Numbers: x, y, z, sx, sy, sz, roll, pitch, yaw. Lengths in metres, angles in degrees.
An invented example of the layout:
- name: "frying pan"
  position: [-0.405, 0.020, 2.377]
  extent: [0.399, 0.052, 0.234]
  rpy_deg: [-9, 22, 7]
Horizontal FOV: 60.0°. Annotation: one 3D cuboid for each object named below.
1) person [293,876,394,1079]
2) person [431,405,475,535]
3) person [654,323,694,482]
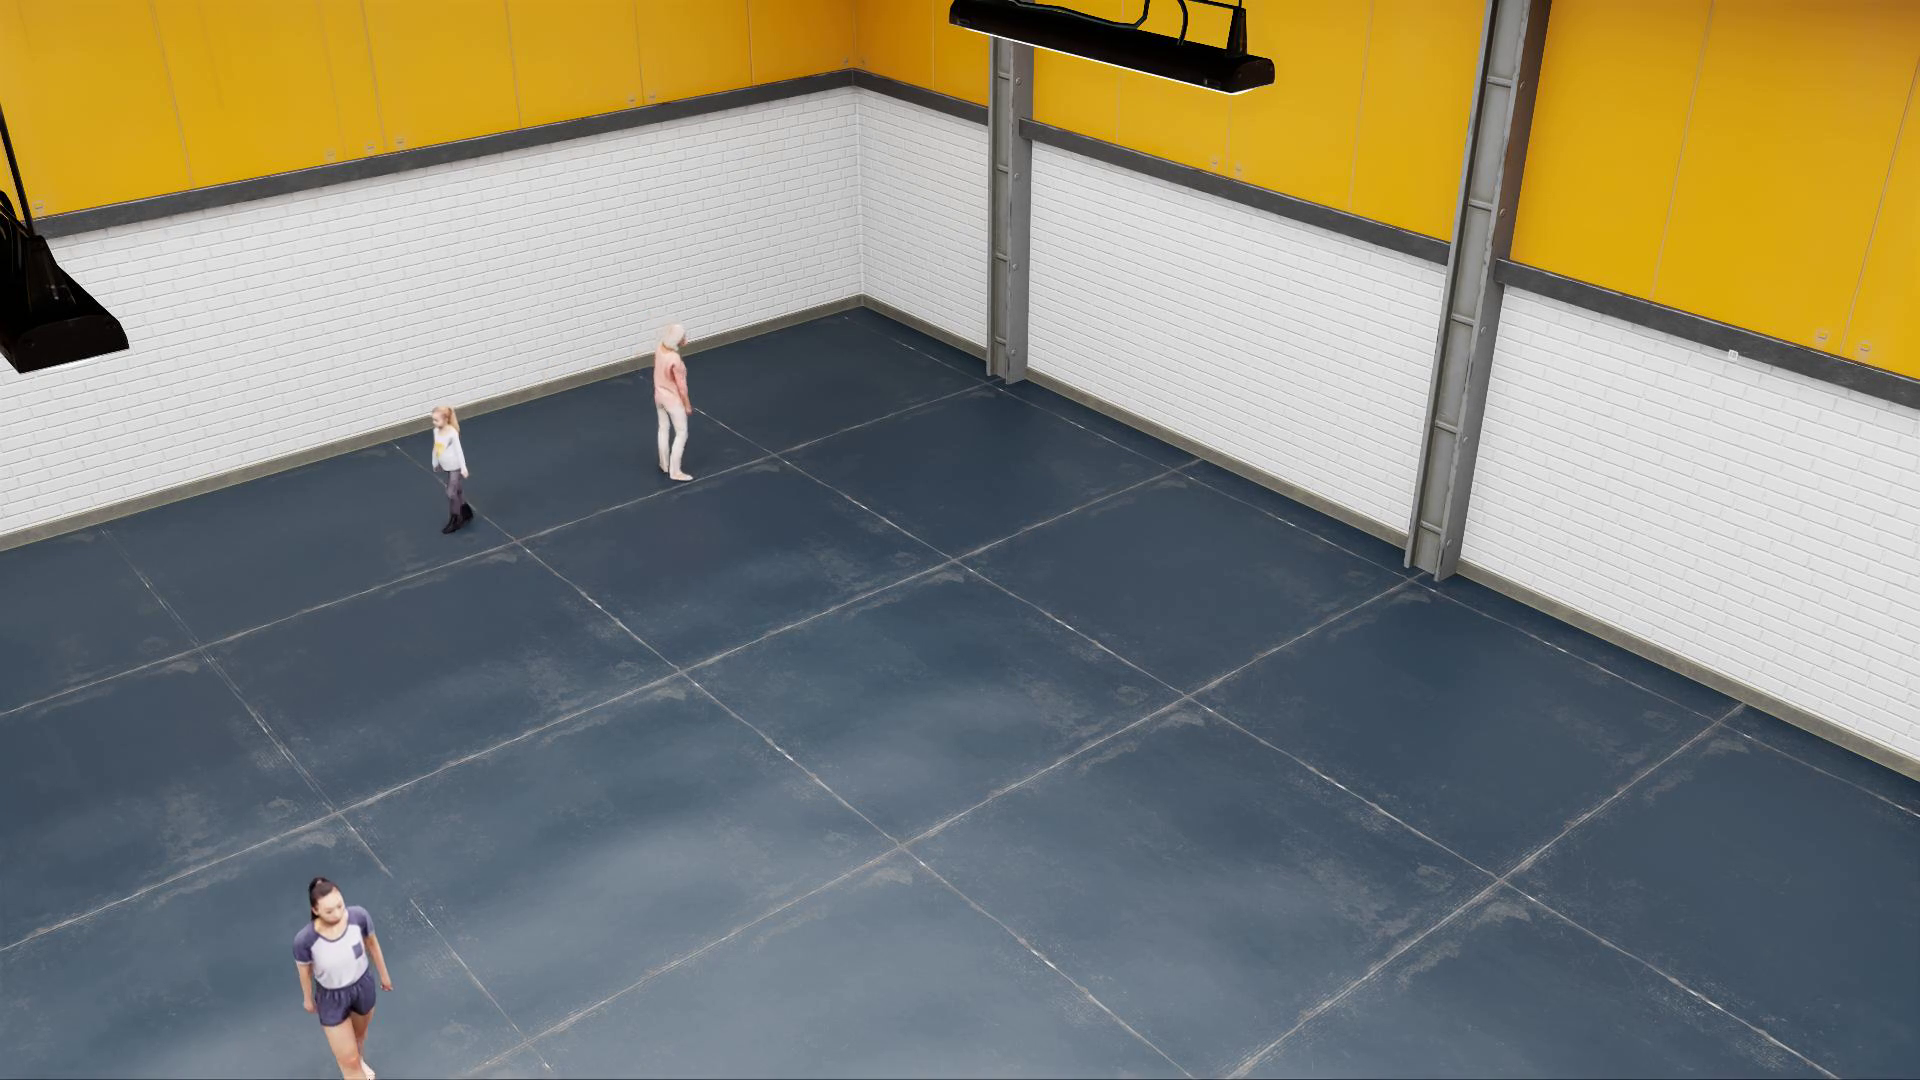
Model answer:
- name: "person"
  position: [-3.596, 2.591, 9.626]
  extent: [0.639, 1.617, 0.971]
  rpy_deg: [-24, 37, -37]
- name: "person"
  position: [-4.860, -0.731, 16.081]
  extent: [0.645, 1.266, 0.653]
  rpy_deg: [20, 35, 32]
- name: "person"
  position: [-2.995, -1.448, 16.949]
  extent: [0.467, 1.695, 0.800]
  rpy_deg: [17, 33, 29]
